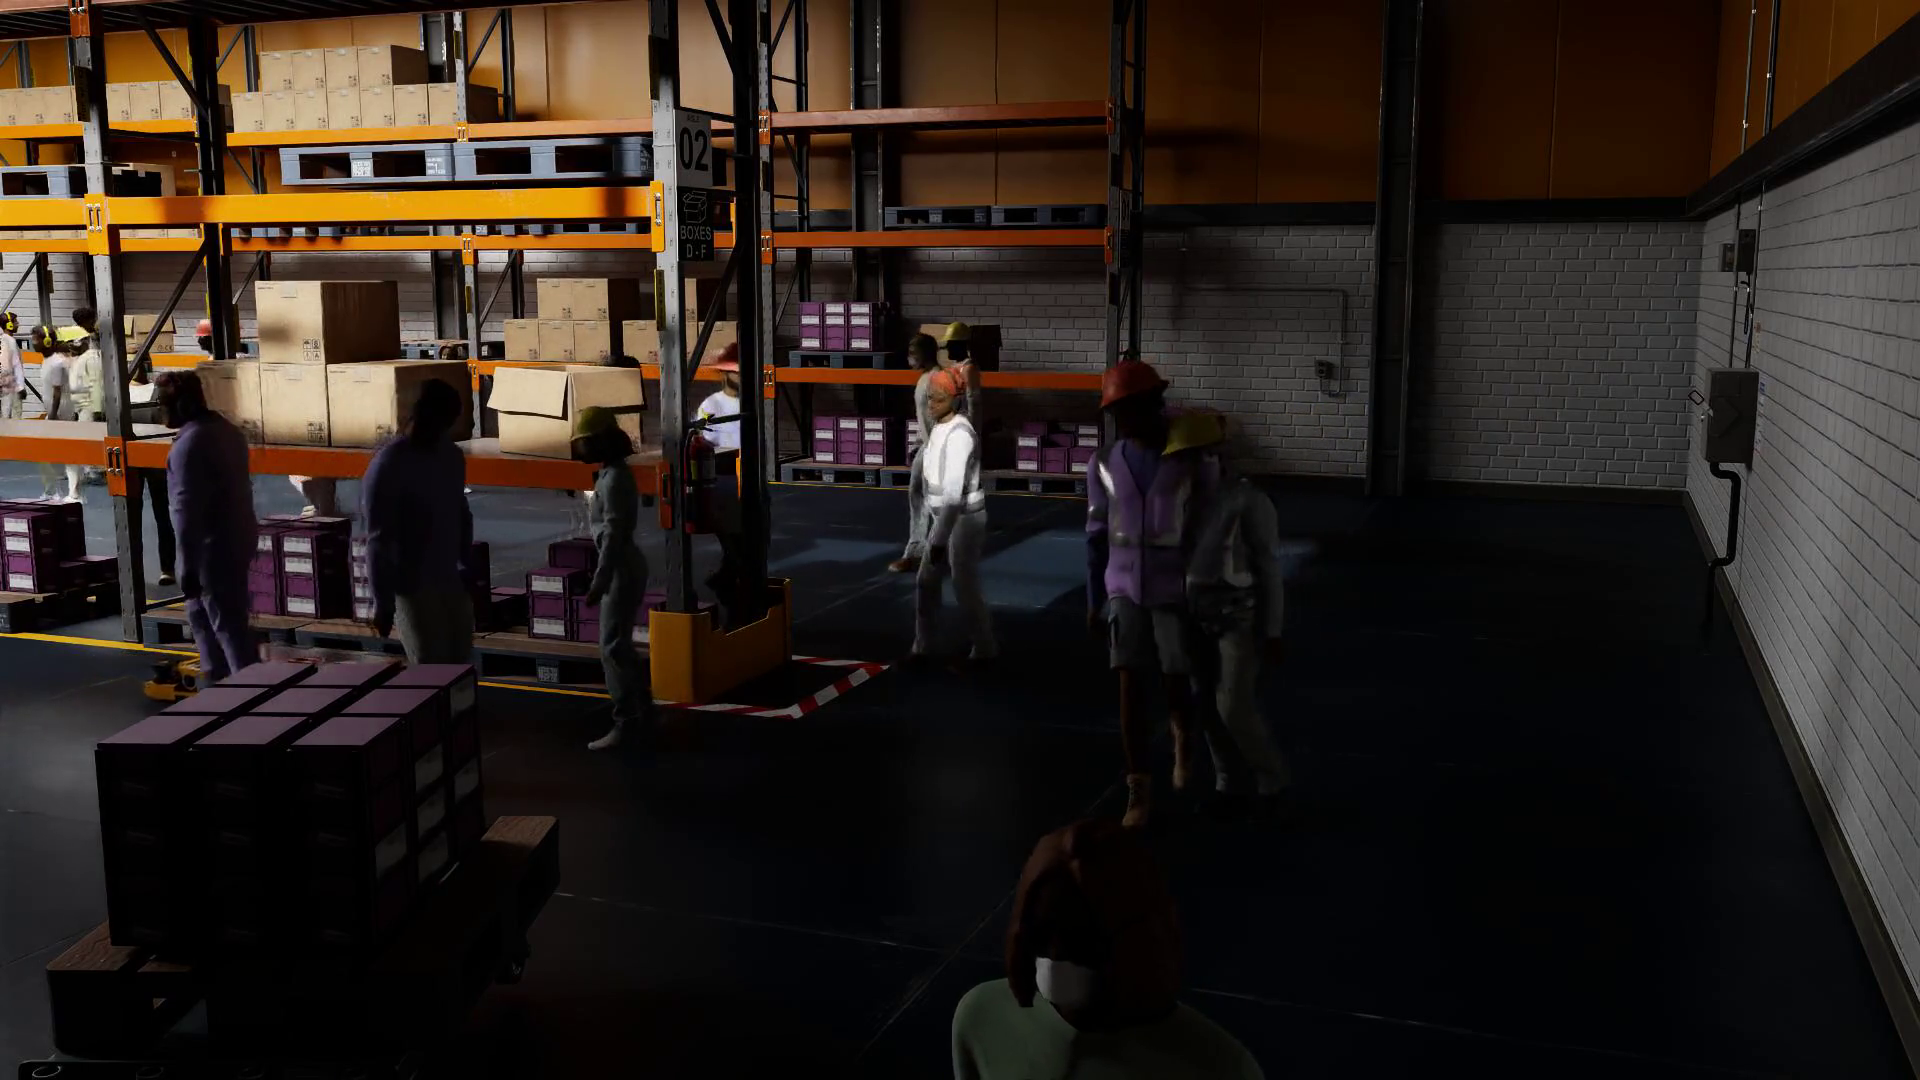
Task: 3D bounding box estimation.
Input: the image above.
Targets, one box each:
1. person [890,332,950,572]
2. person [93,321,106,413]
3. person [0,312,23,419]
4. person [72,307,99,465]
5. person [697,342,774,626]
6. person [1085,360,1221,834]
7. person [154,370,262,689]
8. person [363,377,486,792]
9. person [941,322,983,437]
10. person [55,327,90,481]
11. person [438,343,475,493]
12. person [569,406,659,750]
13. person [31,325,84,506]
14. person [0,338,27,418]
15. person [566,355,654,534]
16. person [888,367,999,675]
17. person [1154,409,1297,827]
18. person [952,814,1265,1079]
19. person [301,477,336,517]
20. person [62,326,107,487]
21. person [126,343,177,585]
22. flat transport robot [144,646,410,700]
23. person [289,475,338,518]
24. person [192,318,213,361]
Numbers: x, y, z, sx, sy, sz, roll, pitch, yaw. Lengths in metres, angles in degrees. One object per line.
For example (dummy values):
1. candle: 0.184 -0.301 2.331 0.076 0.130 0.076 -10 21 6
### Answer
1. person: -0.263 -0.696 13.247 0.609 1.914 0.705 -2 9 -13
2. person: -9.957 -1.665 19.546 0.430 1.841 0.623 -6 11 -34
3. person: -12.517 -2.069 21.981 0.519 1.873 0.328 6 11 34
4. person: -10.719 -1.879 20.487 0.367 1.966 0.606 -8 12 -41
5. person: -1.529 -0.374 11.187 0.507 1.918 0.558 7 12 39
6. person: 0.827 0.229 7.162 0.646 1.993 0.658 4 10 23
7. person: -3.895 0.065 8.577 0.668 1.872 0.676 -1 9 -3
8. person: -2.475 0.218 7.502 0.597 1.910 0.644 3 9 16
9. person: 0.014 -1.050 15.410 0.388 1.927 0.589 -2 9 -14
10. person: -10.165 -1.547 19.027 0.522 1.769 0.318 4 10 22
11. person: -5.482 -1.303 17.910 0.515 1.636 0.315 -6 11 -31
12. person: -1.716 0.195 8.256 0.375 1.725 0.507 -2 9 -13
13. person: -9.202 -1.227 16.758 0.620 1.849 0.551 -8 12 -40
14. person: -12.274 -1.913 21.236 0.932 1.799 0.628 9 12 43
15. person: -2.497 -0.409 11.799 0.655 1.797 0.574 8 12 42
16. person: -0.092 -0.084 9.618 0.734 1.832 0.656 -3 9 -15
17. person: 1.090 0.332 7.164 0.472 1.792 0.616 -7 11 -37
18. person: 0.191 1.175 2.375 0.501 1.627 0.288 6 11 32
19. person: -6.305 -1.221 16.128 0.536 2.000 0.684 -3 9 -15
20. person: -9.715 -1.479 18.520 0.424 1.798 0.637 -8 12 -41
21. person: -6.202 -0.565 12.660 0.521 1.853 0.363 -1 9 -8
22. flat transport robot: -3.717 0.760 9.223 1.431 0.197 0.652 3 10 20
23. person: -5.623 -0.919 14.408 0.440 1.979 0.648 -4 10 -21
24. person: -7.430 -1.246 16.634 0.400 1.926 0.566 -2 9 -12
